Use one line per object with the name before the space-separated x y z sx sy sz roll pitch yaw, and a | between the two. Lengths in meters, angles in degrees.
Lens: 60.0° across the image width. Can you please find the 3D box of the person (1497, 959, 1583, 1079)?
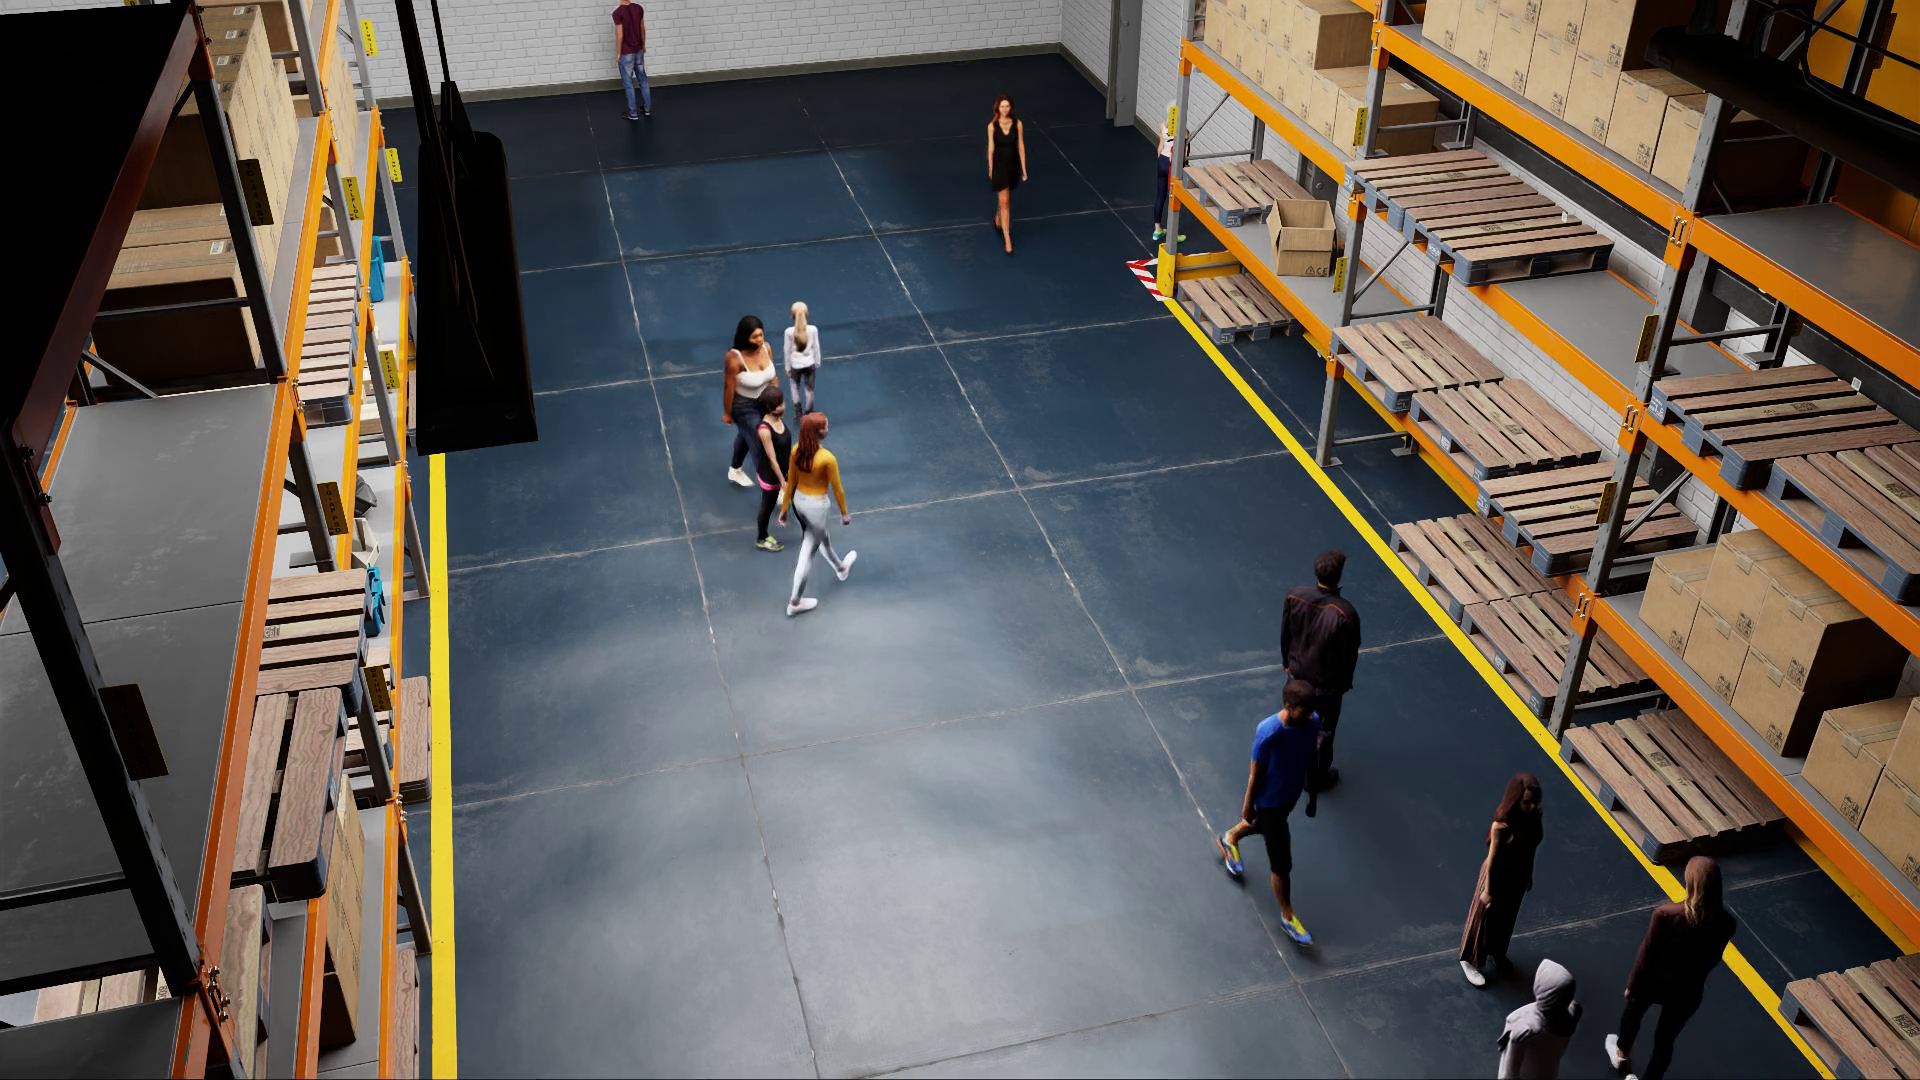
person | 2.915 2.842 8.566 0.667 1.775 0.618 -17 37 -23

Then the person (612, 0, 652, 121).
person | -4.539 -6.764 22.947 0.752 1.854 0.742 26 42 34

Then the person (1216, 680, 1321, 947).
person | 1.934 1.559 10.457 0.870 1.819 1.330 -19 38 -26

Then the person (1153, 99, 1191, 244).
person | 2.454 -4.298 19.384 0.627 1.692 0.735 29 43 36

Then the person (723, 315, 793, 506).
person | -1.914 -1.180 14.630 1.214 1.761 1.076 24 40 31

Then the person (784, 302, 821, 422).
person | -1.486 -1.623 15.739 0.522 1.270 0.540 -3 34 -5

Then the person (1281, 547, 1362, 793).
person | 2.430 0.881 11.364 0.760 1.944 0.851 23 40 30

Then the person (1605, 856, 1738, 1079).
person | 3.920 2.526 9.138 0.800 1.668 0.880 4 34 5

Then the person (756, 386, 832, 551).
person | -1.612 -0.585 13.942 0.858 1.531 0.872 9 35 13

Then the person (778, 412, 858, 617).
person | -1.226 -0.164 13.155 1.102 1.701 1.110 23 40 31

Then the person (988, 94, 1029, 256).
person | 0.522 -4.273 19.261 0.615 1.785 1.131 -6 34 -10

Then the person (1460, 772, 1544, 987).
person | 3.280 2.008 10.012 0.591 1.563 0.580 -16 37 -22
